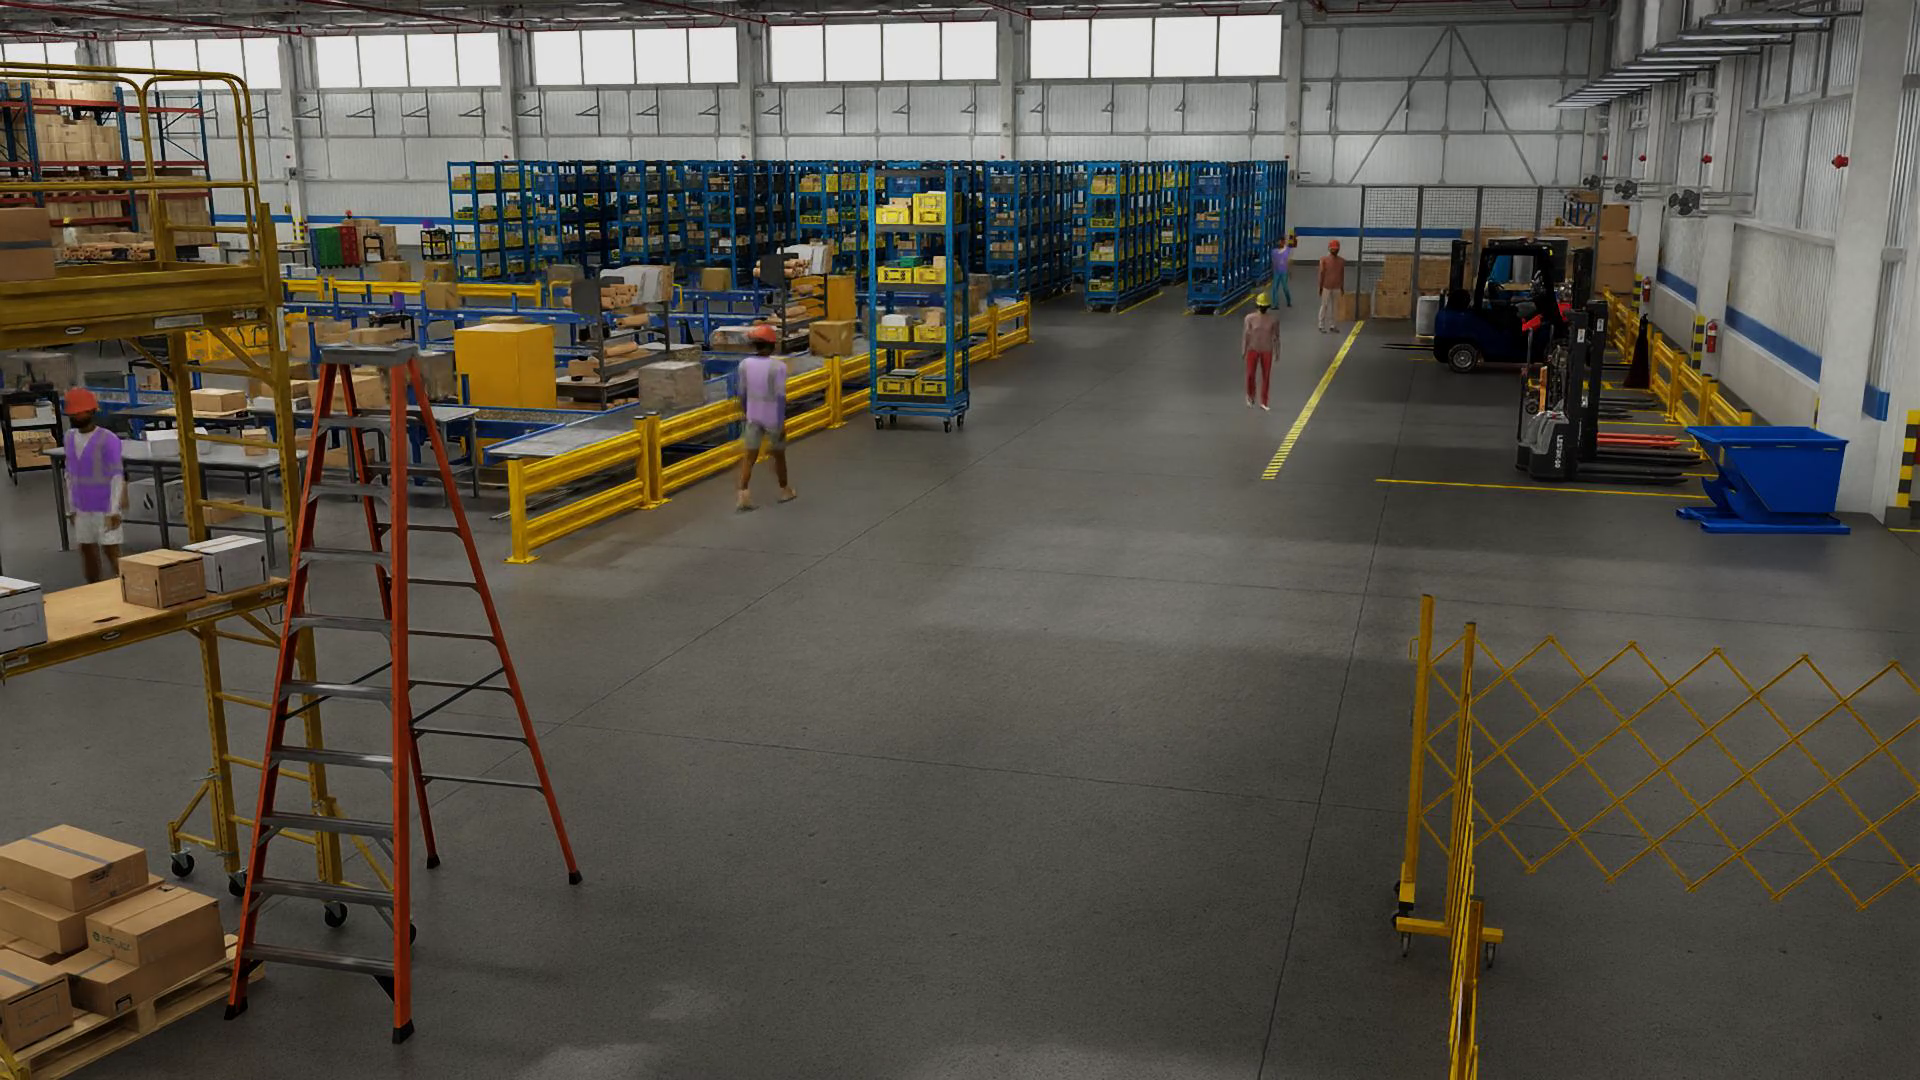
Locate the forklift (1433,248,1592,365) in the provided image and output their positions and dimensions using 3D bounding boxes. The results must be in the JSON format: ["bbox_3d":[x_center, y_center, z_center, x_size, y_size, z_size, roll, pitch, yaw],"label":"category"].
[{"bbox_3d":[9.780,-4.111,29.280,2.680,1.987,1.157,3,13,14],"label":"forklift"}]

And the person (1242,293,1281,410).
[{"bbox_3d":[4.506,-2.810,24.864,0.565,1.756,0.366,2,13,8],"label":"person"}]

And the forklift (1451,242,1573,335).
[{"bbox_3d":[10.464,-4.597,31.405,2.680,1.987,1.157,4,14,16],"label":"forklift"}]

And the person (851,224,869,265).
[{"bbox_3d":[-3.000,-8.566,49.559,0.601,1.830,0.404,-4,14,-18],"label":"person"}]

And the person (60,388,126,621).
[{"bbox_3d":[-7.071,-0.285,13.567,0.552,1.933,0.378,4,14,17],"label":"person"}]

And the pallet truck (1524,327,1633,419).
[{"bbox_3d":[9.065,-2.460,24.370,1.522,1.261,0.704,3,13,14],"label":"pallet truck"}]

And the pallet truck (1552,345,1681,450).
[{"bbox_3d":[8.641,-1.896,21.908,1.630,1.274,0.653,4,14,16],"label":"pallet truck"}]

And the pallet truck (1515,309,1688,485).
[{"bbox_3d":[7.554,-1.677,19.446,1.885,1.965,0.823,3,13,14],"label":"pallet truck"}]

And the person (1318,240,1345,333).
[{"bbox_3d":[7.982,-5.436,35.685,0.617,1.993,0.396,-4,14,-17],"label":"person"}]

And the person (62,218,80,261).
[{"bbox_3d":[-29.336,-9.754,54.880,0.545,1.743,0.643,5,14,20],"label":"person"}]

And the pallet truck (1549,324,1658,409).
[{"bbox_3d":[9.824,-2.669,25.407,1.601,1.201,0.680,4,14,16],"label":"pallet truck"}]

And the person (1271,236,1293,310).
[{"bbox_3d":[7.965,-6.615,41.154,0.582,1.824,0.629,8,15,32],"label":"person"}]

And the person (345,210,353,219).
[{"bbox_3d":[-22.820,-11.459,62.227,0.341,1.752,0.563,5,14,21],"label":"person"}]

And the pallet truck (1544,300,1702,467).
[{"bbox_3d":[8.263,-1.952,20.631,1.885,1.965,0.823,5,14,20],"label":"pallet truck"}]

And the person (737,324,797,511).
[{"bbox_3d":[-2.126,-1.322,17.936,0.626,1.995,1.038,6,14,24],"label":"person"}]
